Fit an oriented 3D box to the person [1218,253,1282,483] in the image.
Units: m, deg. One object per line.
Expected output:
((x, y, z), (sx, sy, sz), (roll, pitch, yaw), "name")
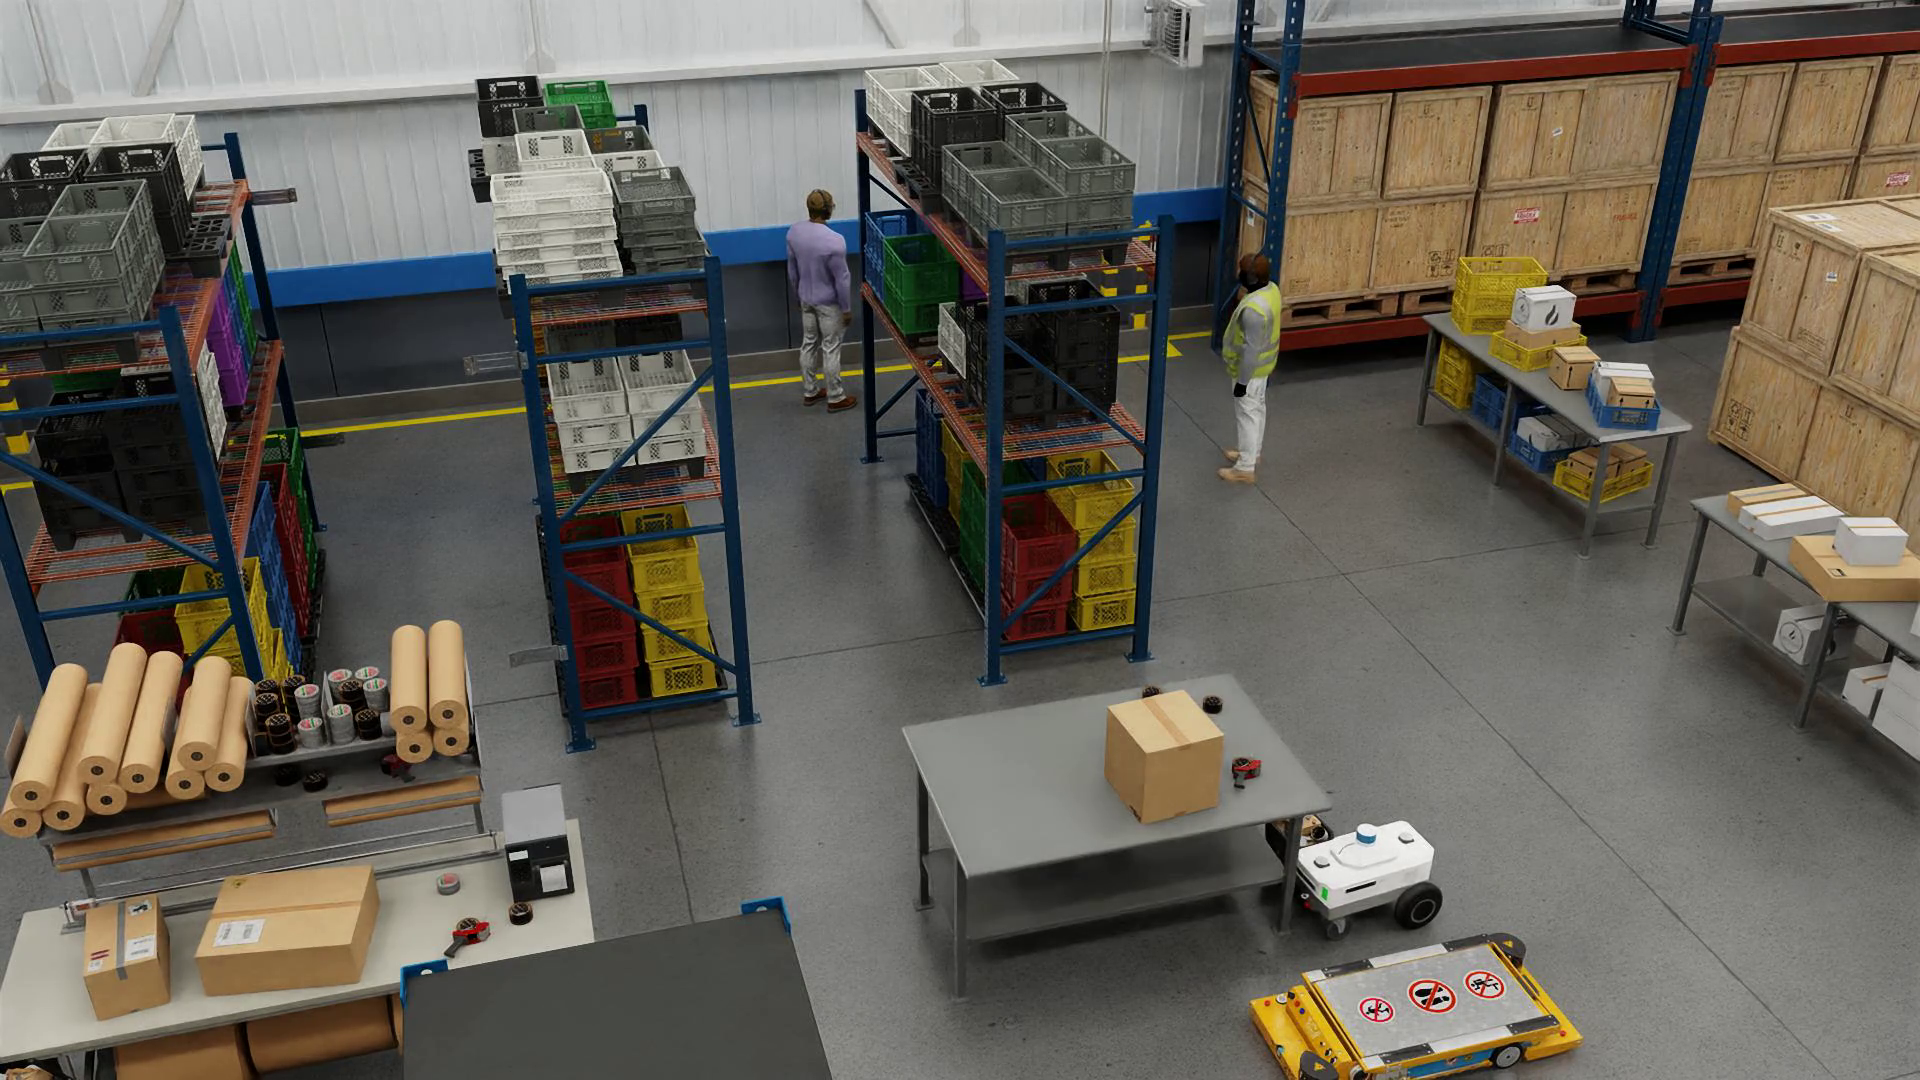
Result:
((2.249, -1.348, 12.969), (0.429, 1.839, 0.633), (11, 31, 19), "person")

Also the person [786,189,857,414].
((-1.165, -2.024, 14.097), (0.635, 1.939, 0.362), (20, 35, 32), "person")

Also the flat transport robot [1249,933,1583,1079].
((2.184, 2.282, 7.980), (1.431, 0.197, 0.652), (-8, 30, -14), "flat transport robot")

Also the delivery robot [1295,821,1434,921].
((2.090, 1.699, 8.656), (0.707, 0.478, 0.477), (-11, 31, -19), "delivery robot")
